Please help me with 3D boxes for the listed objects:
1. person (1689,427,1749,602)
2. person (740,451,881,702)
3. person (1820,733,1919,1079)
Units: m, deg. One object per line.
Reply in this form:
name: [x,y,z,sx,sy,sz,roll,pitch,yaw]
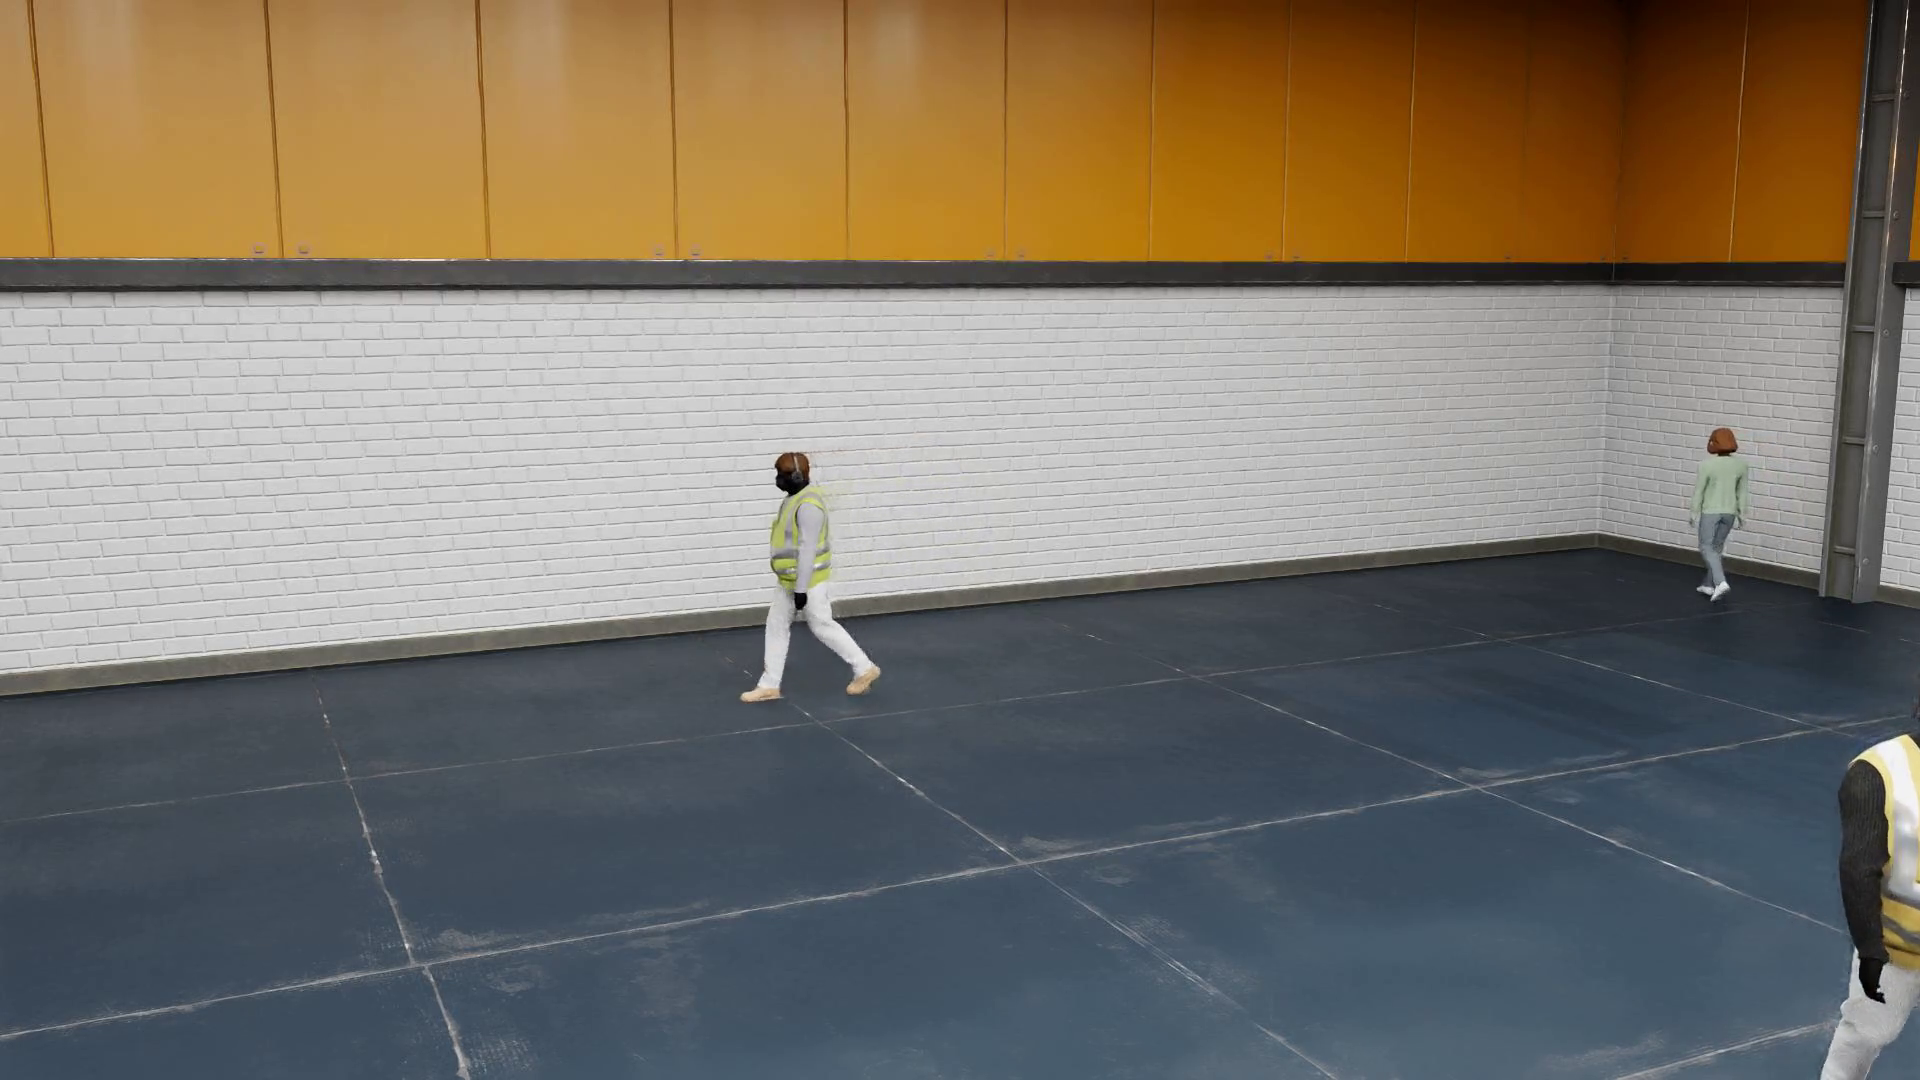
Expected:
person: [7.030,-0.242,15.405,0.515,1.613,0.710,-1,9,-7]
person: [-1.039,0.259,11.763,0.960,1.798,0.629,-3,10,-19]
person: [3.131,1.275,5.415,0.622,1.806,0.926,1,9,7]
